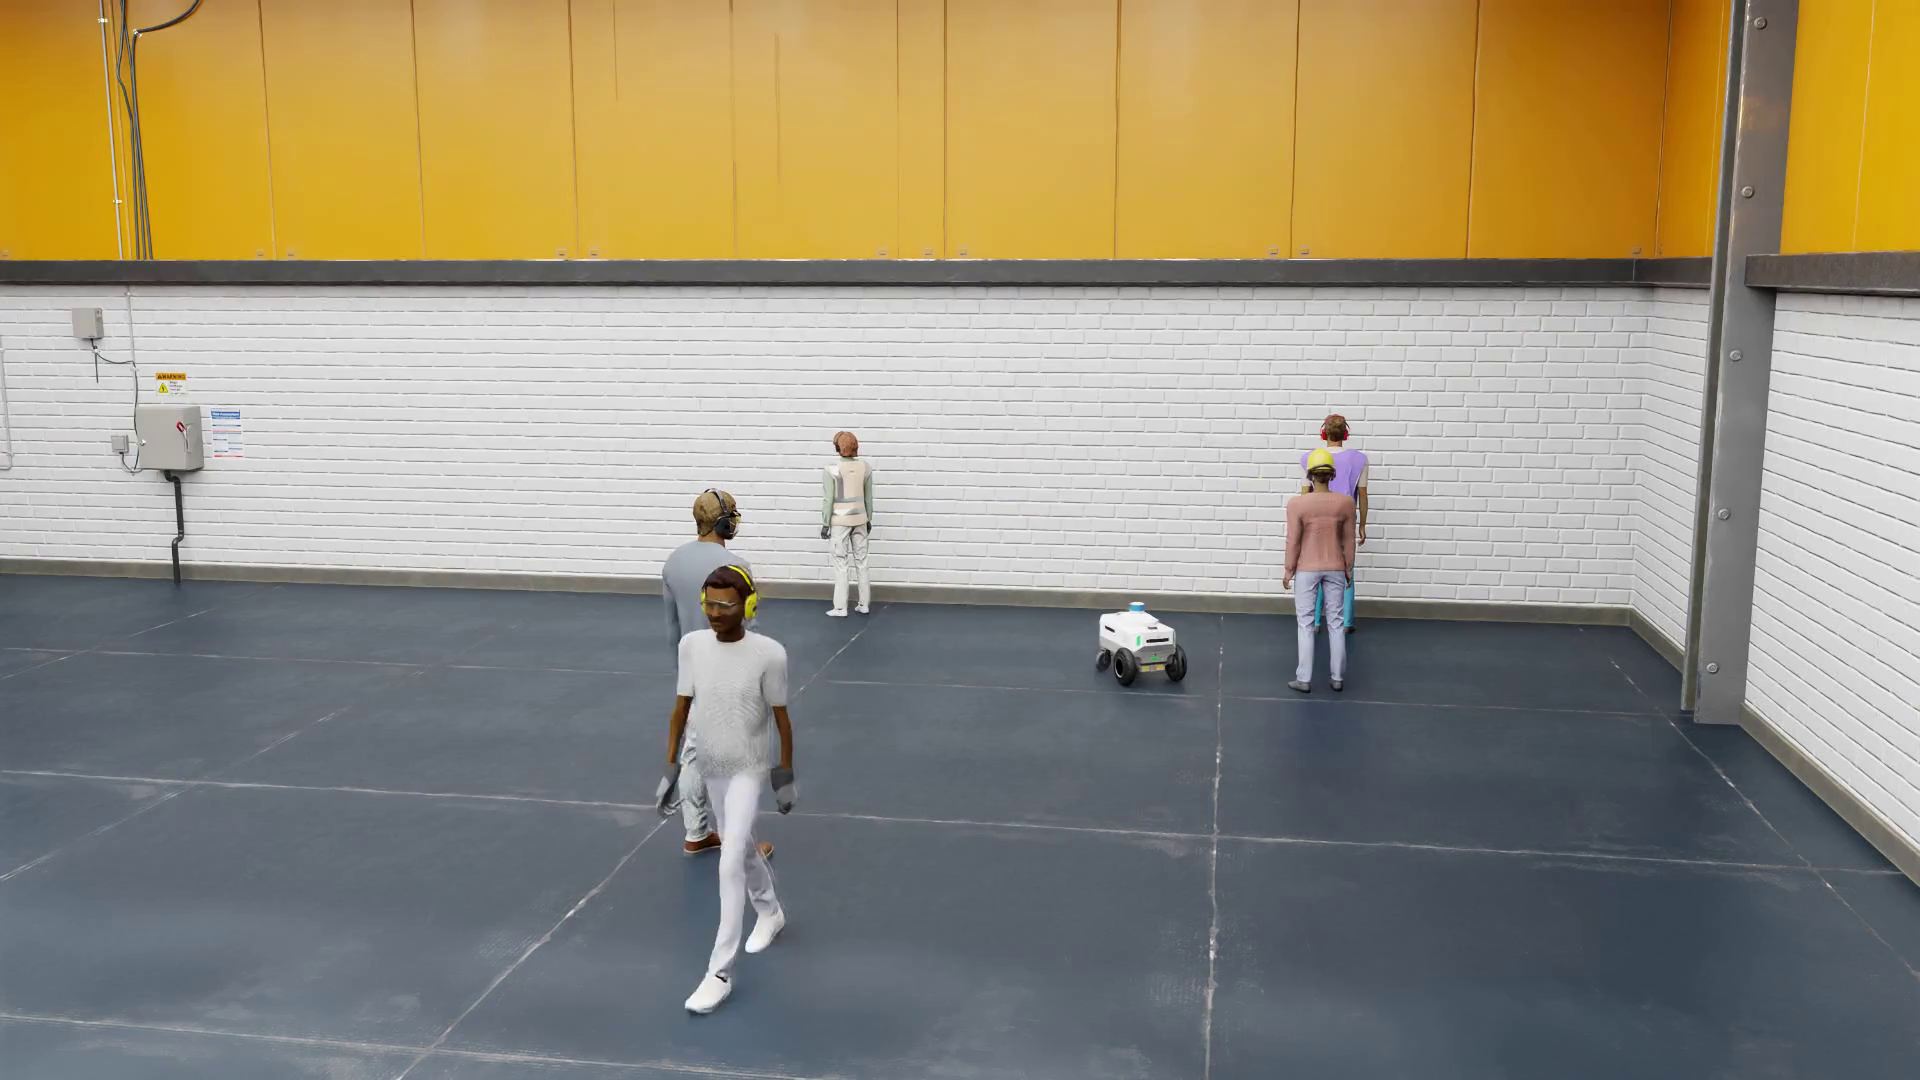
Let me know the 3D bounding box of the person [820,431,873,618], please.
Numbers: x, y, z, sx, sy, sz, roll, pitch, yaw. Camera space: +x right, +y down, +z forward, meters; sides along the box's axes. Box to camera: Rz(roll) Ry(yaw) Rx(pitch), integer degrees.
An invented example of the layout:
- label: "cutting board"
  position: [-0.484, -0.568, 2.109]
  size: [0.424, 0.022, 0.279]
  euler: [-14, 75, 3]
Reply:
- label: "person"
  position: [-0.985, -0.134, 14.559]
  size: [0.524, 1.639, 0.308]
  euler: [-7, 11, -36]

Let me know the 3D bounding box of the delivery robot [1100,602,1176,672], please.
- label: "delivery robot"
  position: [1.322, 0.707, 12.415]
  size: [0.477, 0.478, 0.707]
  euler: [-3, 10, -19]

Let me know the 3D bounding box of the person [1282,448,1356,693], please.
- label: "person"
  position: [2.580, 0.221, 11.985]
  size: [0.533, 1.765, 0.329]
  euler: [-1, 9, -8]

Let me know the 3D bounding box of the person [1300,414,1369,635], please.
- label: "person"
  position: [3.102, -0.120, 13.846]
  size: [0.565, 1.843, 0.390]
  euler: [1, 9, 8]

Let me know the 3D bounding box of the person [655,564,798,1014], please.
- label: "person"
  position: [-0.968, 0.986, 7.116]
  size: [0.518, 1.825, 0.968]
  euler: [4, 10, 24]

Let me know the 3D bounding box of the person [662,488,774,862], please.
- label: "person"
  position: [-1.244, 0.698, 8.502]
  size: [0.627, 1.941, 0.371]
  euler: [8, 12, 40]
